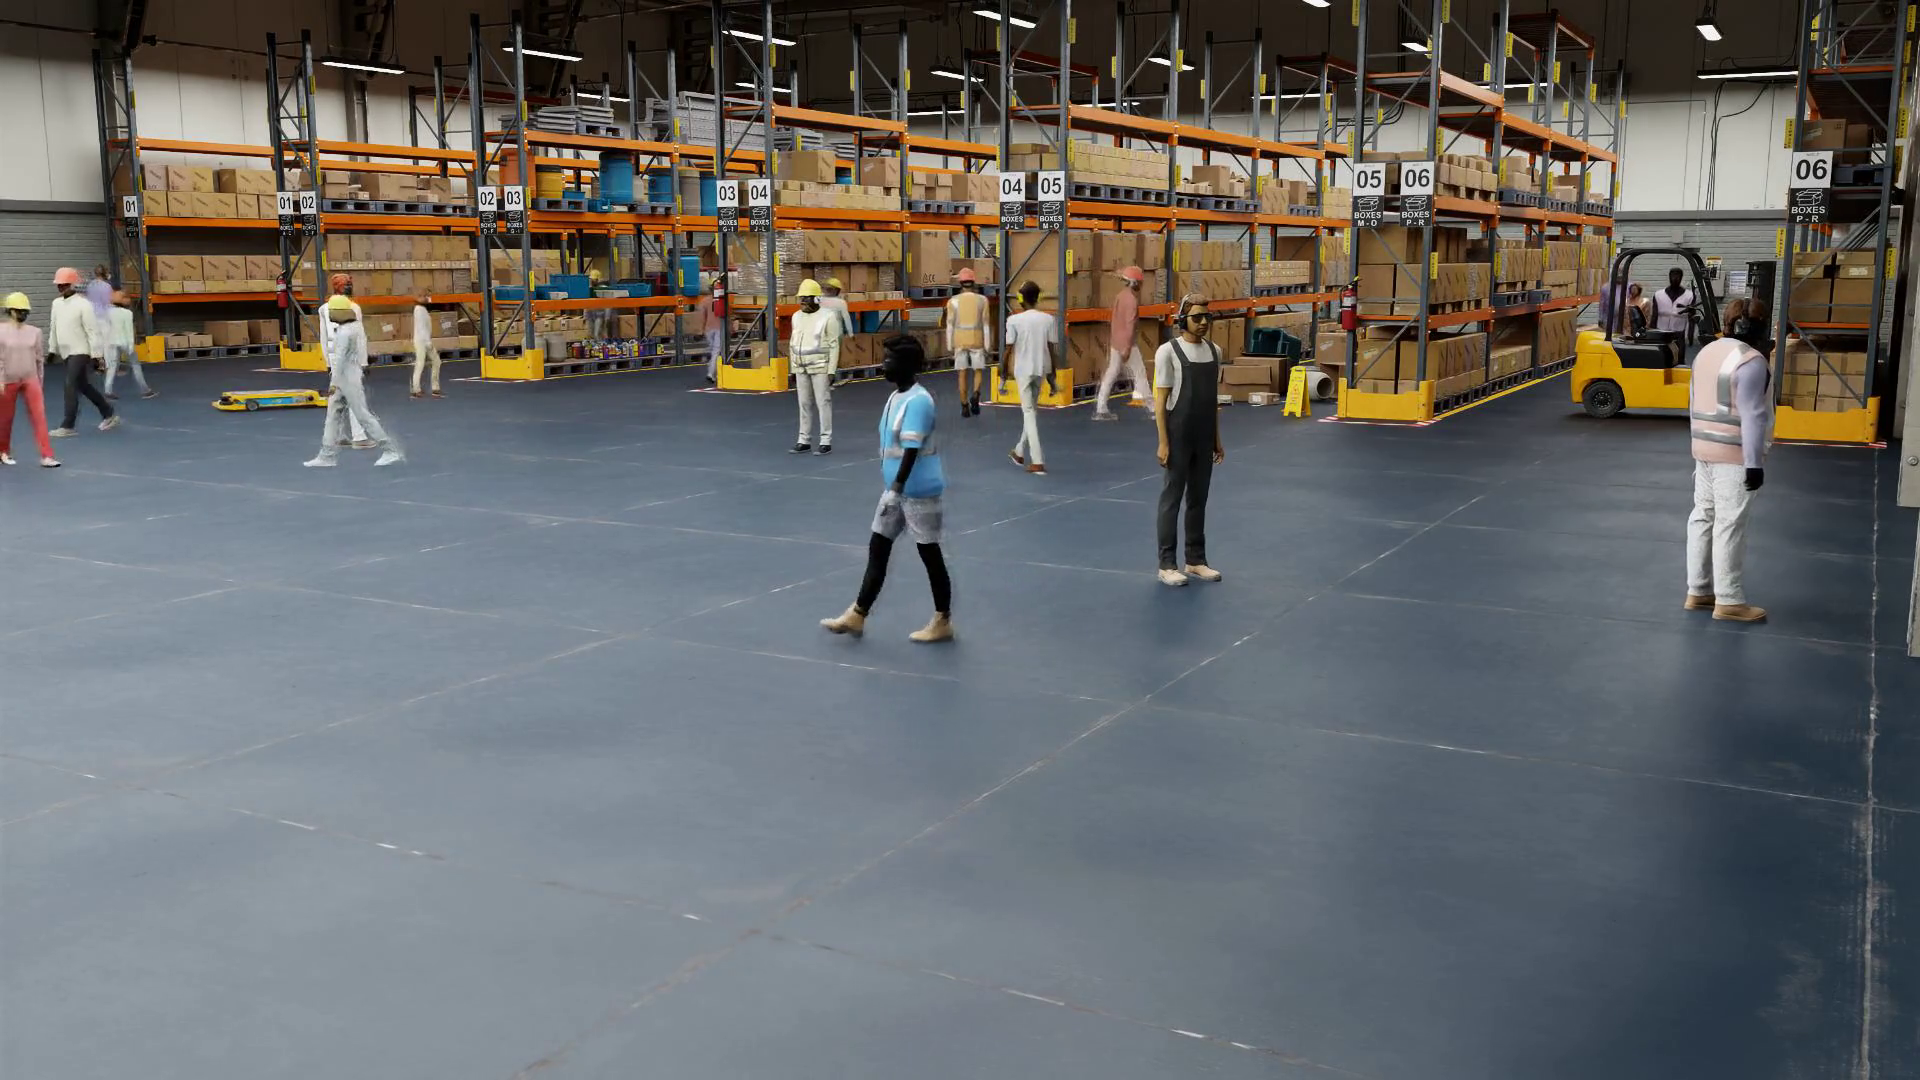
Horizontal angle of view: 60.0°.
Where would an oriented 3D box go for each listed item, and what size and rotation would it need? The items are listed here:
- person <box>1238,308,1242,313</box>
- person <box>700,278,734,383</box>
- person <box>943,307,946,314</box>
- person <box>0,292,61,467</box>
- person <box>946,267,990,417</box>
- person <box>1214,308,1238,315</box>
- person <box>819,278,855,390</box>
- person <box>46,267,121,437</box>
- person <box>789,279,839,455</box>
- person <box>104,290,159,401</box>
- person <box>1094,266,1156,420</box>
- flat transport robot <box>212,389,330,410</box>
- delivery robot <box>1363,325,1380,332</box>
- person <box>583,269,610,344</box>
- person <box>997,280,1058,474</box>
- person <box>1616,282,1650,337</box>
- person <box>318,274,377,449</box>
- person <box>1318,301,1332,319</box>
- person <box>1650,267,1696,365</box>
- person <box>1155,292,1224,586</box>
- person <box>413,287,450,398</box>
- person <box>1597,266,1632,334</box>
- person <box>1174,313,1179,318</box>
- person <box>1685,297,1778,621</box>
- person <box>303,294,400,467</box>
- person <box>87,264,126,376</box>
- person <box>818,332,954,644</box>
[{"bbox_3d":[6.721,-5.690,40.086,0.440,1.855,0.550,1,10,8],"label":"person"},{"bbox_3d":[-4.035,-3.459,27.426,0.537,1.724,0.891,3,10,16],"label":"person"},{"bbox_3d":[-0.097,-5.470,38.741,0.569,1.884,1.007,4,10,21],"label":"person"},{"bbox_3d":[-9.283,-1.572,16.390,0.897,1.723,0.529,8,12,39],"label":"person"},{"bbox_3d":[0.099,-2.527,21.357,0.576,1.926,0.449,0,10,-1],"label":"person"},{"bbox_3d":[5.722,-4.917,35.492,0.672,1.874,0.836,7,12,34],"label":"person"},{"bbox_3d":[-1.924,-3.191,25.869,0.544,1.722,0.908,7,12,35],"label":"person"},{"bbox_3d":[-10.283,-2.208,19.437,0.620,1.958,0.981,5,11,28],"label":"person"},{"bbox_3d":[-1.541,-1.797,17.365,0.592,1.833,0.404,6,12,33],"label":"person"},{"bbox_3d":[-12.073,-2.816,24.043,0.515,1.582,0.847,4,11,24],"label":"person"},{"bbox_3d":[2.175,-2.474,21.013,1.026,1.938,0.633,-3,10,-18],"label":"person"},{"bbox_3d":[-9.370,-1.922,22.666,1.431,0.197,0.652,-6,12,-33],"label":"flat transport robot"},{"bbox_3d":[9.404,-4.635,37.449,0.707,0.478,0.477,-1,10,-7],"label":"delivery robot"},{"bbox_3d":[-7.091,-4.373,32.483,0.615,1.818,0.463,4,11,23],"label":"person"},{"bbox_3d":[0.608,-1.577,16.078,0.554,1.830,0.913,-5,11,-26],"label":"person"},{"bbox_3d":[11.578,-3.620,28.637,0.523,1.625,0.388,6,12,33],"label":"person"},{"bbox_3d":[-6.613,-1.919,17.933,0.573,1.883,0.354,4,11,23],"label":"person"},{"bbox_3d":[8.831,-5.705,39.985,0.695,1.923,0.552,7,12,37],"label":"person"},{"bbox_3d":[10.489,-3.053,24.503,0.610,1.922,0.454,5,11,28],"label":"person"},{"bbox_3d":[1.458,-0.637,10.538,0.514,1.845,0.338,-6,12,-33],"label":"person"},{"bbox_3d":[-7.755,-2.872,24.314,0.633,1.613,0.507,-1,10,-4],"label":"person"},{"bbox_3d":[12.188,-4.136,30.897,0.649,1.890,0.564,5,11,29],"label":"person"},{"bbox_3d":[5.292,-5.741,41.019,0.315,1.640,0.515,4,11,23],"label":"person"},{"bbox_3d":[4.436,-0.467,9.569,0.430,1.841,0.624,-1,10,-4],"label":"person"},{"bbox_3d":[-6.022,-1.571,16.409,0.881,1.703,0.486,-4,11,-23],"label":"person"},{"bbox_3d":[-14.823,-3.797,28.804,0.679,1.933,0.416,7,12,34],"label":"person"},{"bbox_3d":[-0.379,-0.253,8.799,0.762,1.666,0.543,-4,10,-22],"label":"person"}]
